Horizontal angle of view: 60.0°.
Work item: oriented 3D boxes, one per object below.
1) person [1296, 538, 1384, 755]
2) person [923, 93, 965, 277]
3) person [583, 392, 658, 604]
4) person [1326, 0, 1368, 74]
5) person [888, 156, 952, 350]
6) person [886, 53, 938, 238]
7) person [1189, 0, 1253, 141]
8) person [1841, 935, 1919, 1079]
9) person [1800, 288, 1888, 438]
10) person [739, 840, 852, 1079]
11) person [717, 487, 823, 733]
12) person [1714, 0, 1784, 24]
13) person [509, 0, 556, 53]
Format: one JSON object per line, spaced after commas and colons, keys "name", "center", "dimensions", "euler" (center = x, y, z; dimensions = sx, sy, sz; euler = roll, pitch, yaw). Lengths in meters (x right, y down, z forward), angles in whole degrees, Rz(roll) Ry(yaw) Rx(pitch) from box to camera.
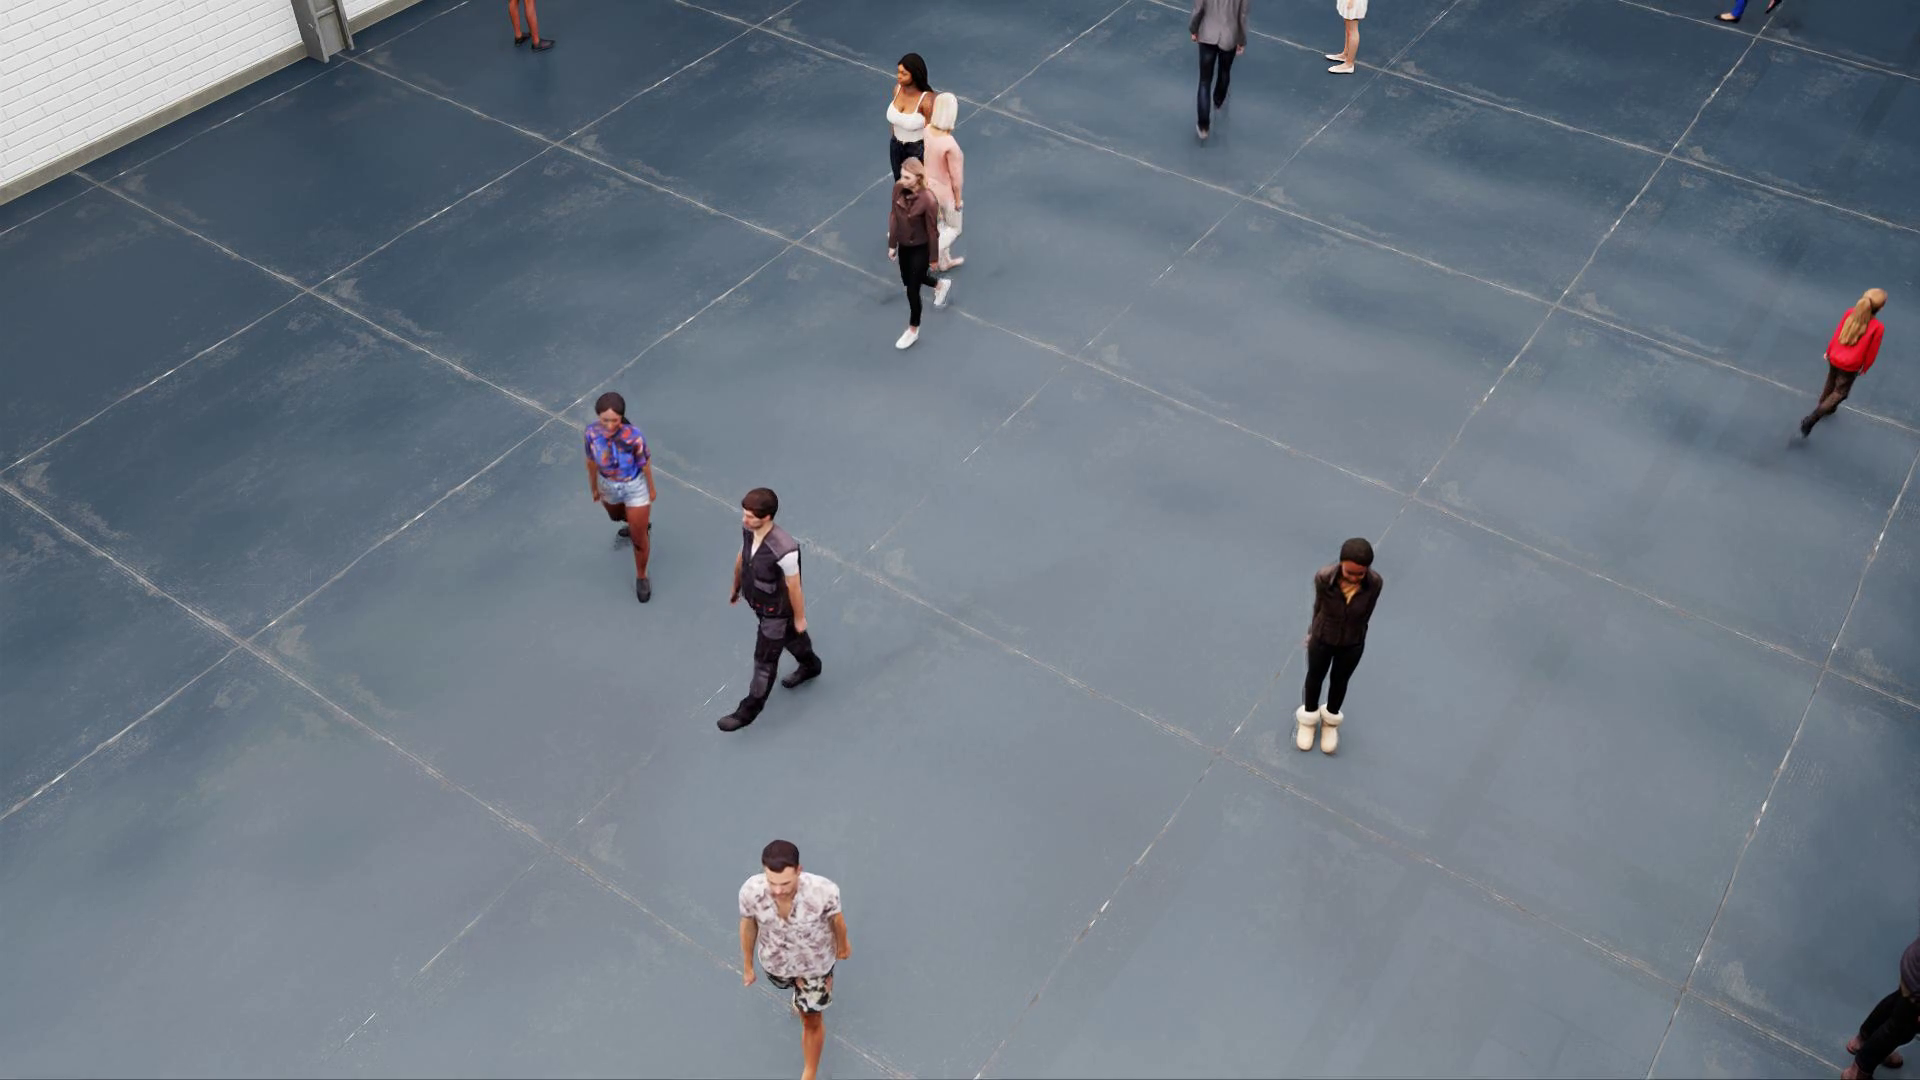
{"name": "person", "center": [2.327, 0.616, 10.307], "dimensions": [0.688, 1.663, 0.748], "euler": [11, 45, 11]}
{"name": "person", "center": [-0.204, -2.921, 13.989], "dimensions": [0.927, 1.705, 0.757], "euler": [-27, 50, -25]}
{"name": "person", "center": [-2.270, -0.377, 11.310], "dimensions": [0.901, 1.717, 1.054], "euler": [11, 45, 11]}
{"name": "person", "center": [3.971, -5.548, 16.743], "dimensions": [0.704, 1.710, 0.605], "euler": [3, 44, 4]}
{"name": "person", "center": [-0.312, -2.392, 13.450], "dimensions": [0.684, 1.682, 0.999], "euler": [32, 52, 29]}
{"name": "person", "center": [-0.393, -3.369, 14.383], "dimensions": [0.664, 1.810, 0.635], "euler": [32, 52, 29]}
{"name": "person", "center": [2.445, -4.700, 15.767], "dimensions": [1.086, 1.828, 1.321], "euler": [5, 44, 5]}
{"name": "person", "center": [4.967, 2.229, 8.489], "dimensions": [0.740, 1.836, 0.490], "euler": [25, 49, 24]}
{"name": "person", "center": [6.709, -1.343, 12.651], "dimensions": [0.899, 1.266, 0.694], "euler": [-24, 49, -23]}
{"name": "person", "center": [-0.850, 2.068, 8.703], "dimensions": [1.029, 1.773, 1.255], "euler": [6, 44, 6]}
{"name": "person", "center": [-1.092, 0.342, 10.484], "dimensions": [1.179, 1.814, 0.901], "euler": [-26, 49, -25]}
{"name": "person", "center": [8.529, -6.230, 17.474], "dimensions": [0.821, 1.689, 0.872], "euler": [14, 45, 14]}
{"name": "person", "center": [-4.559, -5.907, 17.097], "dimensions": [0.591, 1.741, 0.490], "euler": [26, 49, 25]}
